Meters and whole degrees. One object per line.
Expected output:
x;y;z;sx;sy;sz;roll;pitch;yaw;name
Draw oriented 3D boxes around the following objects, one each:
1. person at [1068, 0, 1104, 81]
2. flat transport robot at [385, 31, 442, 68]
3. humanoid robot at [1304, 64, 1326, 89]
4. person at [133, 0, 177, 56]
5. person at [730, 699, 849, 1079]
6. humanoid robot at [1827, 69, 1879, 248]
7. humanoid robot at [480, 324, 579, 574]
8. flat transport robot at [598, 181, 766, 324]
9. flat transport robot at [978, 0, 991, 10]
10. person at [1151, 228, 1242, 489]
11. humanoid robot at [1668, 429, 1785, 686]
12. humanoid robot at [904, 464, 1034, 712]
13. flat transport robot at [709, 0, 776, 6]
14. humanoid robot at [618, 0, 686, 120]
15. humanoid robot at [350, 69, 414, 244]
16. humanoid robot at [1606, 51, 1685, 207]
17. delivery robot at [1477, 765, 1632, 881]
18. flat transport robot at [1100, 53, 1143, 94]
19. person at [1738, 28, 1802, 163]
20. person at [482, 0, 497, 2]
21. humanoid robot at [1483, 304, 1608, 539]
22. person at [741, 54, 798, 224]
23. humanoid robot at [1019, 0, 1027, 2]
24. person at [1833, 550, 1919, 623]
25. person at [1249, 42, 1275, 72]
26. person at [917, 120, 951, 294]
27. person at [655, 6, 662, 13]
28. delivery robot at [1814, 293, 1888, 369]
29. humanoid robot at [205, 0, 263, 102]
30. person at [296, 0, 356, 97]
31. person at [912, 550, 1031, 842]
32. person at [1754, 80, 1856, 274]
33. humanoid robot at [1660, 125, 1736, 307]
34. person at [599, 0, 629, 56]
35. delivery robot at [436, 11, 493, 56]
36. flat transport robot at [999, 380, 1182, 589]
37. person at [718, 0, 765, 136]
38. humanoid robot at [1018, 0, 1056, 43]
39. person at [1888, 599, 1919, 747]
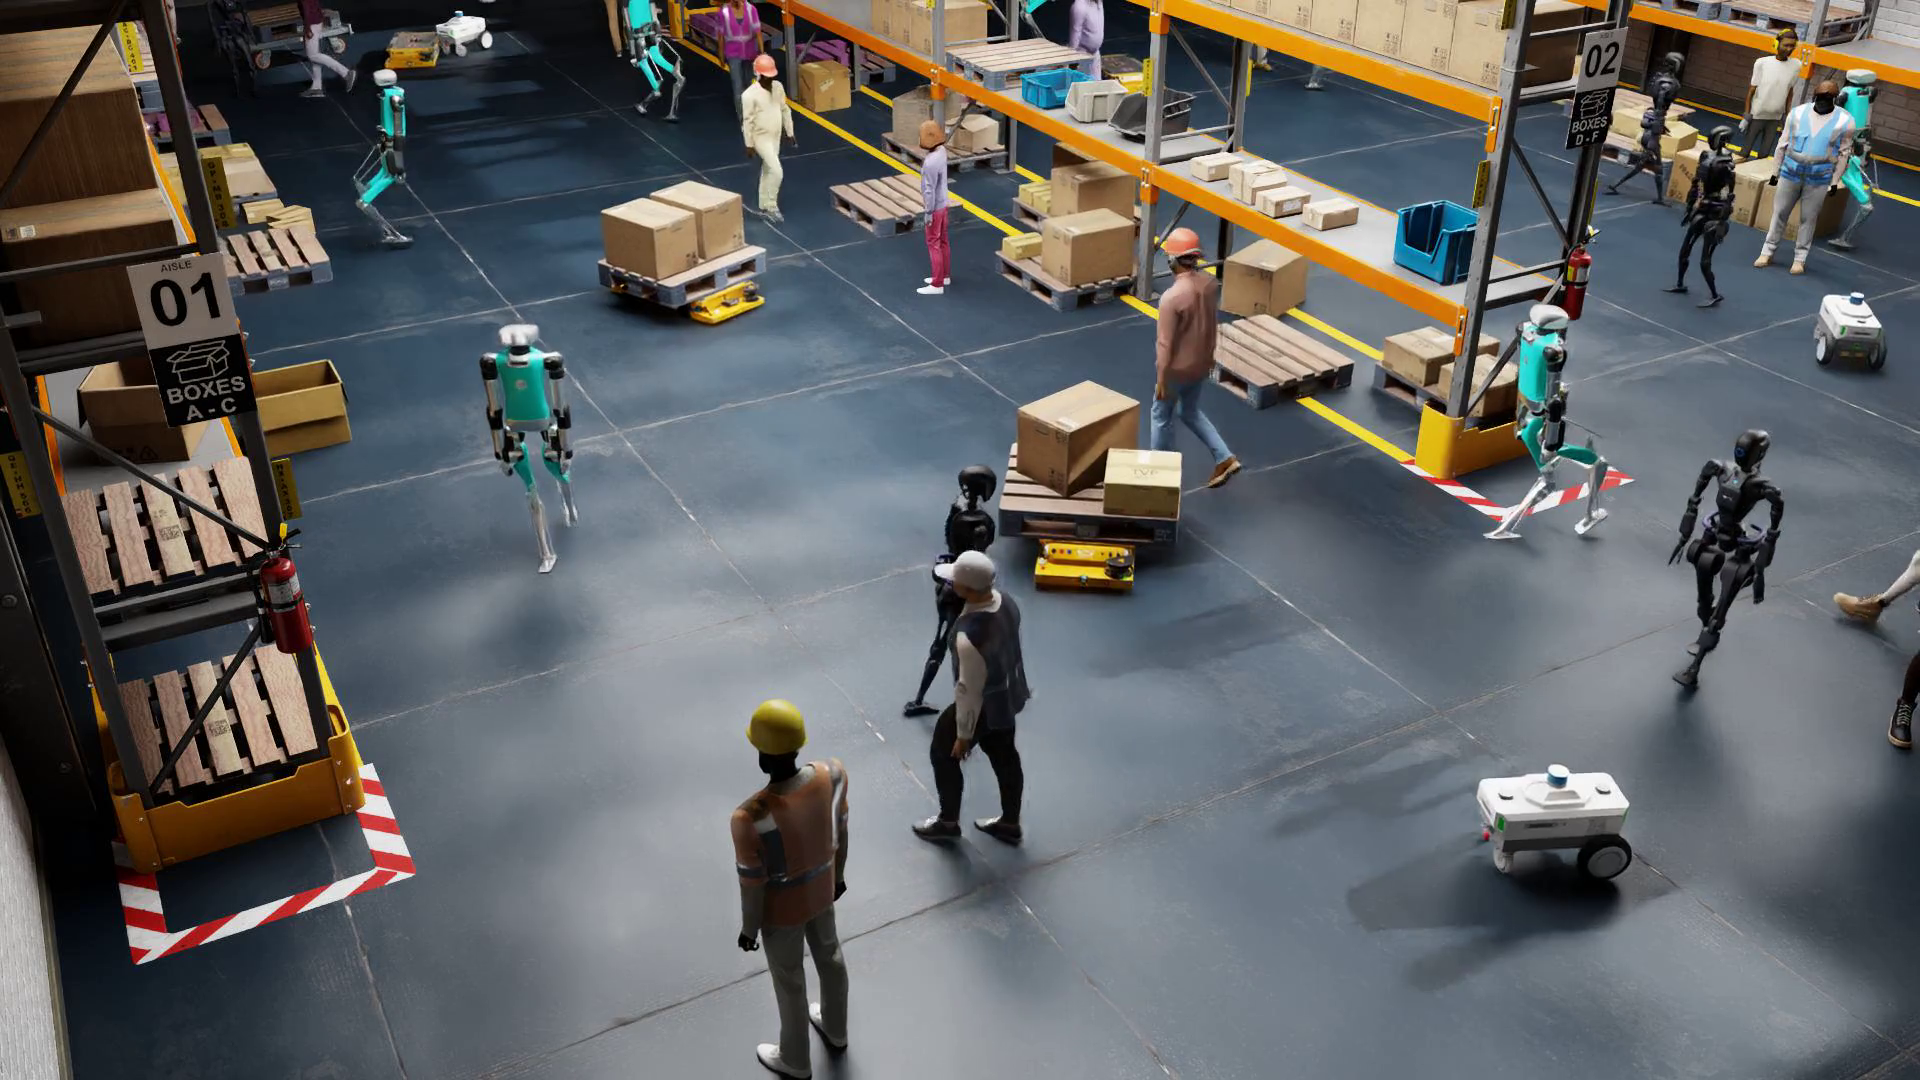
1.416;-5.905;20.088;0.763;1.874;0.655;17;34;27;person
-7.687;-6.922;23.459;0.659;0.231;1.431;-5;30;-8;flat transport robot
4.629;-6.642;21.598;0.831;1.854;0.537;6;30;11;humanoid robot
-10.125;-6.386;20.883;0.682;1.902;0.594;-21;36;-32;person
-0.724;1.507;7.124;0.385;1.926;0.588;26;39;38;person
8.844;-3.631;16.328;0.536;1.841;0.774;-14;33;-23;humanoid robot
-2.826;-0.695;11.220;0.533;1.834;0.858;-2;30;-3;humanoid robot
-2.563;-2.342;15.486;1.431;0.231;0.659;22;36;33;flat transport robot
-0.263;-8.490;26.189;1.431;0.231;0.659;-3;30;-6;flat transport robot
1.672;-1.240;11.881;0.715;1.955;0.664;25;38;36;person
4.523;0.081;9.876;0.749;1.630;0.602;-22;36;-33;humanoid robot
0.050;0.286;9.531;0.763;1.632;0.601;-8;31;-13;humanoid robot
-3.272;-8.715;26.580;1.431;0.231;0.659;-2;30;-3;flat transport robot
-3.705;-5.956;20.327;0.995;1.725;0.546;22;37;33;humanoid robot
-5.729;-3.711;16.316;0.736;1.721;0.530;-16;33;-25;humanoid robot
7.385;-4.375;17.683;0.741;1.651;0.616;15;33;24;humanoid robot
3.066;1.424;8.635;0.738;0.587;0.523;-3;30;-4;delivery robot
2.152;-6.258;22.303;0.659;0.231;1.431;-9;31;-16;flat transport robot
8.506;-4.448;17.544;0.516;1.874;0.327;1;30;2;person
-7.324;-9.377;26.406;0.872;1.580;0.508;-23;37;-34;person
4.194;-0.780;11.334;0.990;1.771;0.532;-5;30;-8;humanoid robot
-1.931;-4.136;17.140;0.583;1.726;0.571;15;33;24;person
1.071;-9.318;26.229;0.424;1.652;0.598;-8;31;-13;humanoid robot
6.073;-0.181;10.160;0.958;1.817;0.488;18;34;28;person
4.149;-7.314;22.537;0.711;1.869;0.558;15;33;25;person
-0.244;-3.082;15.413;0.280;1.628;0.499;7;31;12;person
-4.888;-9.086;25.649;0.429;1.840;0.634;-13;32;-21;person
7.640;-1.816;14.287;0.499;0.598;0.779;6;30;10;delivery robot
-9.259;-6.428;21.187;0.335;1.645;0.595;19;35;30;humanoid robot
-8.264;-6.658;21.344;0.695;1.915;0.547;-7;31;-12;person
0.050;0.800;8.548;0.704;1.732;0.749;14;33;23;person
8.058;-3.460;15.857;0.634;1.840;0.429;20;35;30;person
6.864;-2.975;15.175;0.397;1.634;0.612;-7;31;-11;humanoid robot
-4.848;-7.771;23.464;0.594;1.723;0.735;-3;30;-5;person
-7.082;-7.232;23.731;0.500;0.614;0.785;16;34;26;delivery robot
0.910;-0.110;11.601;0.659;0.231;1.431;4;30;7;flat transport robot
-2.637;-5.875;20.099;0.522;1.796;0.967;-11;32;-19;person
1.090;-7.853;23.468;0.735;1.681;0.533;-9;31;-15;humanoid robot
5.636;0.306;9.175;0.610;1.963;0.364;6;30;10;person
